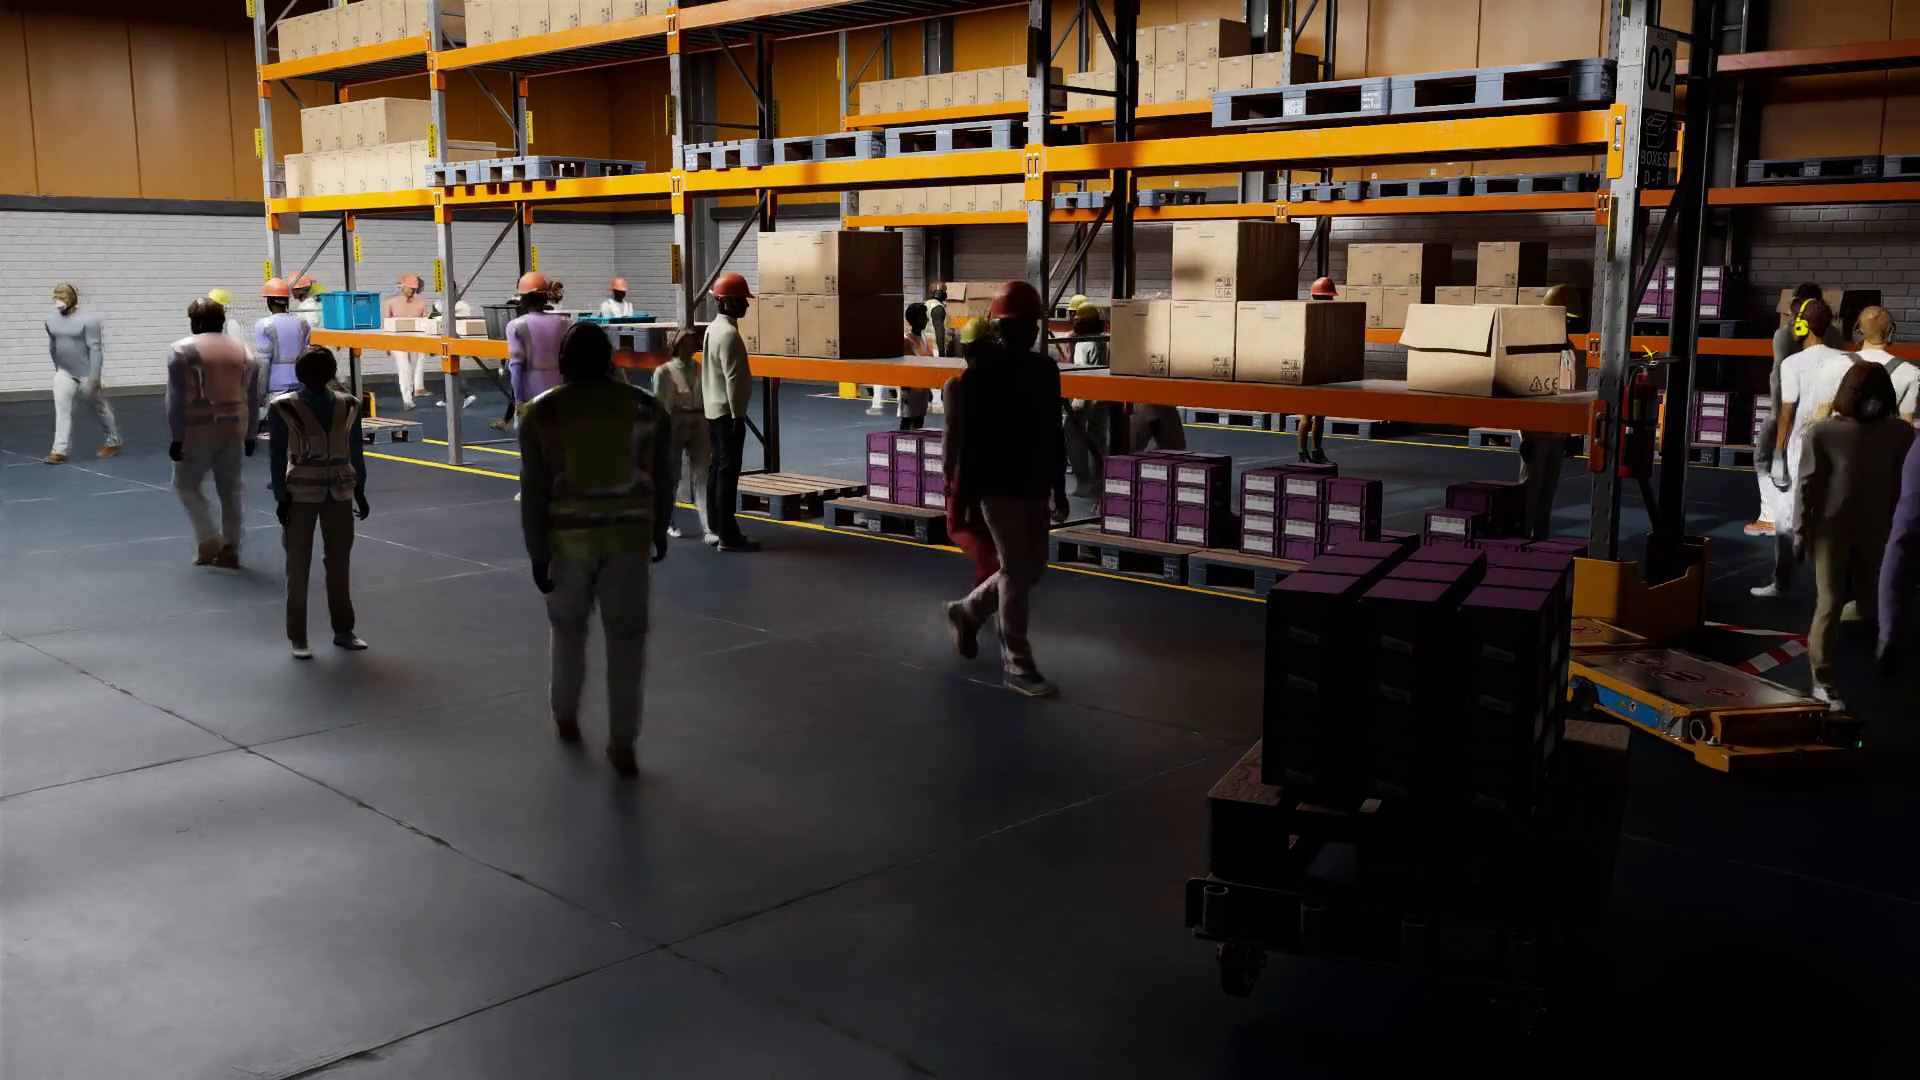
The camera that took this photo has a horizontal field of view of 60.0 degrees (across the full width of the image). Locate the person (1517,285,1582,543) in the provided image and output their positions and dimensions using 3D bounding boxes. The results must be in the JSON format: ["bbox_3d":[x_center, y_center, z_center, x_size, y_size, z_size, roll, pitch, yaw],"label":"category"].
[{"bbox_3d":[3.878,-0.714,10.964,0.584,1.918,0.381,-8,12,-40],"label":"person"}]

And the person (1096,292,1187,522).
[{"bbox_3d":[1.497,-0.980,12.818,1.042,1.854,0.640,8,12,42],"label":"person"}]

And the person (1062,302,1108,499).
[{"bbox_3d":[1.097,-1.213,14.585,0.431,1.727,0.519,6,11,34],"label":"person"}]

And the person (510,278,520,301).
[{"bbox_3d":[-7.713,-3.729,29.554,0.584,1.882,0.337,-9,13,-42],"label":"person"}]

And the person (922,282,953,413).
[{"bbox_3d":[-0.317,-2.702,23.388,0.430,1.845,0.624,-2,10,-13],"label":"person"}]

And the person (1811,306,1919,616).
[{"bbox_3d":[5.084,-0.410,9.418,0.564,1.812,0.503,4,10,22],"label":"person"}]

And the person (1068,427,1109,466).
[{"bbox_3d":[1.387,-1.545,16.971,0.708,1.610,0.531,0,9,3],"label":"person"}]

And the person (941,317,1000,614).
[{"bbox_3d":[0.150,-0.406,9.580,0.538,1.748,0.534,-6,11,-33],"label":"person"}]

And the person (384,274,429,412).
[{"bbox_3d":[-7.863,-2.805,23.691,0.624,1.935,0.974,-6,11,-34],"label":"person"}]

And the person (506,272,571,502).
[{"bbox_3d":[-3.519,-1.263,14.096,0.617,2.015,0.995,-8,12,-39],"label":"person"}]

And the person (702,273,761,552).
[{"bbox_3d":[-1.652,-0.919,11.984,0.397,1.992,0.623,-4,10,-22],"label":"person"}]

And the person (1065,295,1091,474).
[{"bbox_3d":[1.184,-1.524,16.396,0.315,1.770,0.524,6,11,33],"label":"person"}]

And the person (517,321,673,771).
[{"bbox_3d":[-1.516,0.001,6.940,0.632,1.803,0.914,-3,10,-17],"label":"person"}]

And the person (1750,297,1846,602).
[{"bbox_3d":[5.090,-0.513,9.928,0.542,1.857,0.601,-3,10,-18],"label":"person"}]

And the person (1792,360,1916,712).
[{"bbox_3d":[4.102,-0.035,7.722,0.529,1.611,0.502,0,9,3],"label":"person"}]

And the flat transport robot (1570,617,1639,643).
[{"bbox_3d":[2.746,0.553,8.234,1.431,0.197,0.652,-2,9,-11],"label":"flat transport robot"}]

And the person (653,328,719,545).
[{"bbox_3d":[-2.025,-0.768,12.292,0.549,1.592,0.861,-6,11,-31],"label":"person"}]

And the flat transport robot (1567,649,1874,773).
[{"bbox_3d":[3.206,0.708,7.284,0.652,0.197,1.431,-2,9,-11],"label":"flat transport robot"}]

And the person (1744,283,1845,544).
[{"bbox_3d":[6.178,-0.944,12.370,0.650,1.914,0.678,-3,10,-18],"label":"person"}]

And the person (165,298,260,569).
[{"bbox_3d":[-5.023,-0.705,11.183,0.452,1.829,0.660,7,12,38],"label":"person"}]

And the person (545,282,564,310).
[{"bbox_3d":[-6.063,-2.901,24.635,0.785,1.835,0.531,2,9,10],"label":"person"}]

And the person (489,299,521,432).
[{"bbox_3d":[-5.420,-2.122,20.419,0.891,1.646,0.540,3,10,18],"label":"person"}]

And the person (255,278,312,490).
[{"bbox_3d":[-6.198,-1.423,15.248,0.362,1.939,0.542,7,11,35],"label":"person"}]

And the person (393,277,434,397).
[{"bbox_3d":[-8.676,-3.196,26.279,0.710,1.897,0.382,2,9,10],"label":"person"}]

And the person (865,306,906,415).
[{"bbox_3d":[-0.995,-2.657,23.054,0.704,1.860,0.550,-5,11,-30],"label":"person"}]

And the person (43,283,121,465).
[{"bbox_3d":[-9.249,-1.750,17.465,0.639,1.878,1.074,1,9,8],"label":"person"}]

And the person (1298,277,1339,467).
[{"bbox_3d":[3.622,-1.665,16.736,0.544,1.939,0.354,-8,13,-42],"label":"person"}]

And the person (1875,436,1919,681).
[{"bbox_3d":[3.233,0.262,5.169,0.662,1.865,0.989,6,11,32],"label":"person"}]

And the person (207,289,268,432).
[{"bbox_3d":[-8.854,-2.155,20.211,0.606,1.798,0.842,7,12,38],"label":"person"}]

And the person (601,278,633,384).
[{"bbox_3d":[-5.248,-3.089,25.657,1.044,1.867,0.548,7,12,37],"label":"person"}]

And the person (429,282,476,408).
[{"bbox_3d":[-7.396,-2.864,24.269,0.940,1.889,0.598,6,11,32],"label":"person"}]

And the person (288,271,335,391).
[{"bbox_3d":[-8.153,-2.395,21.058,0.902,2.001,0.630,-5,10,-27],"label":"person"}]

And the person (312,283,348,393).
[{"bbox_3d":[-10.037,-3.158,26.327,0.876,1.804,0.595,8,12,41],"label":"person"}]

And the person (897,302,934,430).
[{"bbox_3d":[-0.435,-1.467,16.259,0.321,1.696,0.536,5,11,29],"label":"person"}]

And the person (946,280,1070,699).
[{"bbox_3d":[0.205,-0.264,8.034,0.613,1.976,0.795,-9,13,-44],"label":"person"}]

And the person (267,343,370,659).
[{"bbox_3d":[-3.356,-0.210,8.732,0.515,1.638,0.314,-9,13,-44],"label":"person"}]
